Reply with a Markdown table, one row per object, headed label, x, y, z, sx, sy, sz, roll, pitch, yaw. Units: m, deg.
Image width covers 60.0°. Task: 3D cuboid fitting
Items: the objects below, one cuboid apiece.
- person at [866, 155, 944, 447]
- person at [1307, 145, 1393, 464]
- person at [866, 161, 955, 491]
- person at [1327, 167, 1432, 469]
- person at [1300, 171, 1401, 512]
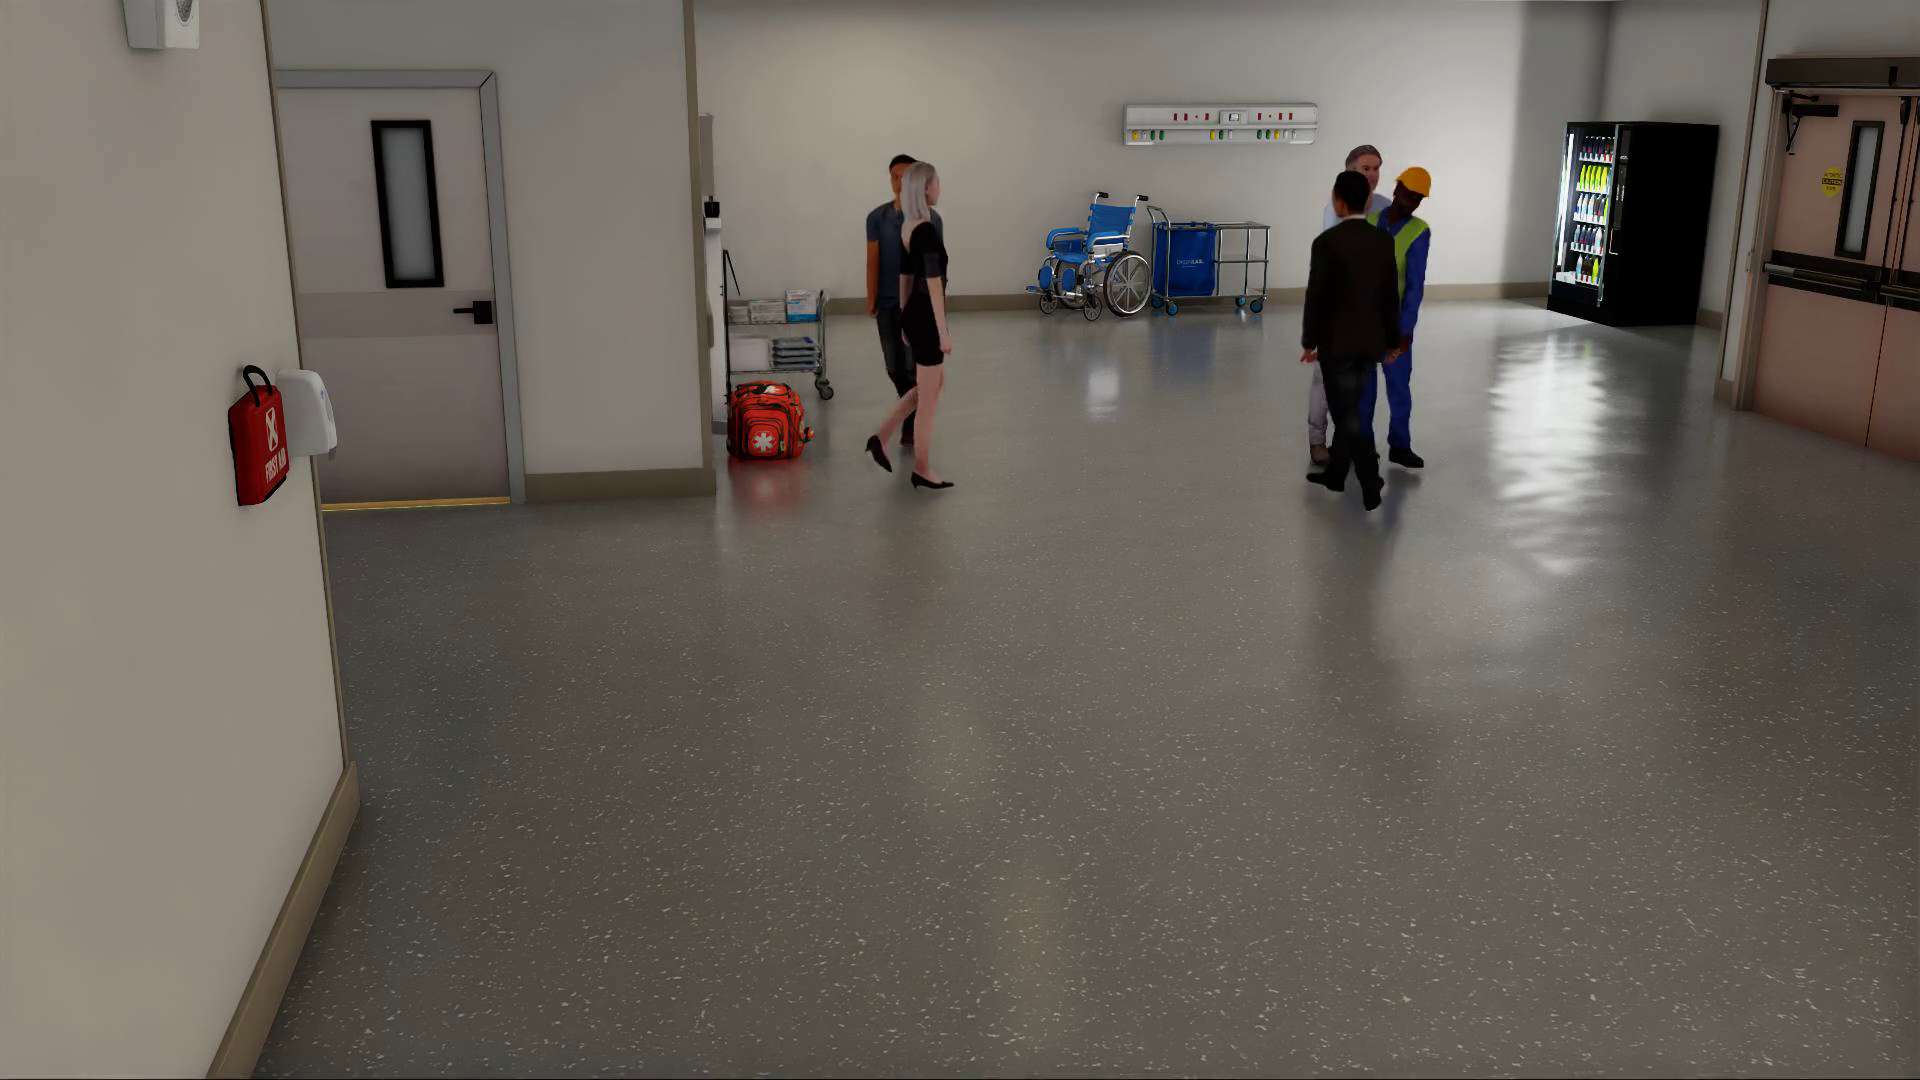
| label | x | y | z | sx | sy | sz | roll | pitch | yaw |
| --- | --- | --- | --- | --- | --- | --- | --- | --- | --- |
| person | -0.354 | -1.513 | 10.583 | 0.899 | 1.768 | 1.225 | 3 | 16 | 9 |
| person | 2.360 | -1.418 | 10.018 | 0.679 | 1.893 | 0.603 | -4 | 16 | -15 |
| person | -0.292 | -1.155 | 9.213 | 0.716 | 1.823 | 0.703 | -5 | 17 | -19 |
| person | 2.478 | -1.322 | 9.888 | 0.924 | 1.777 | 0.723 | -7 | 17 | -23 |
| person | 2.139 | -1.033 | 8.886 | 0.856 | 1.767 | 1.161 | -5 | 17 | -17 |
